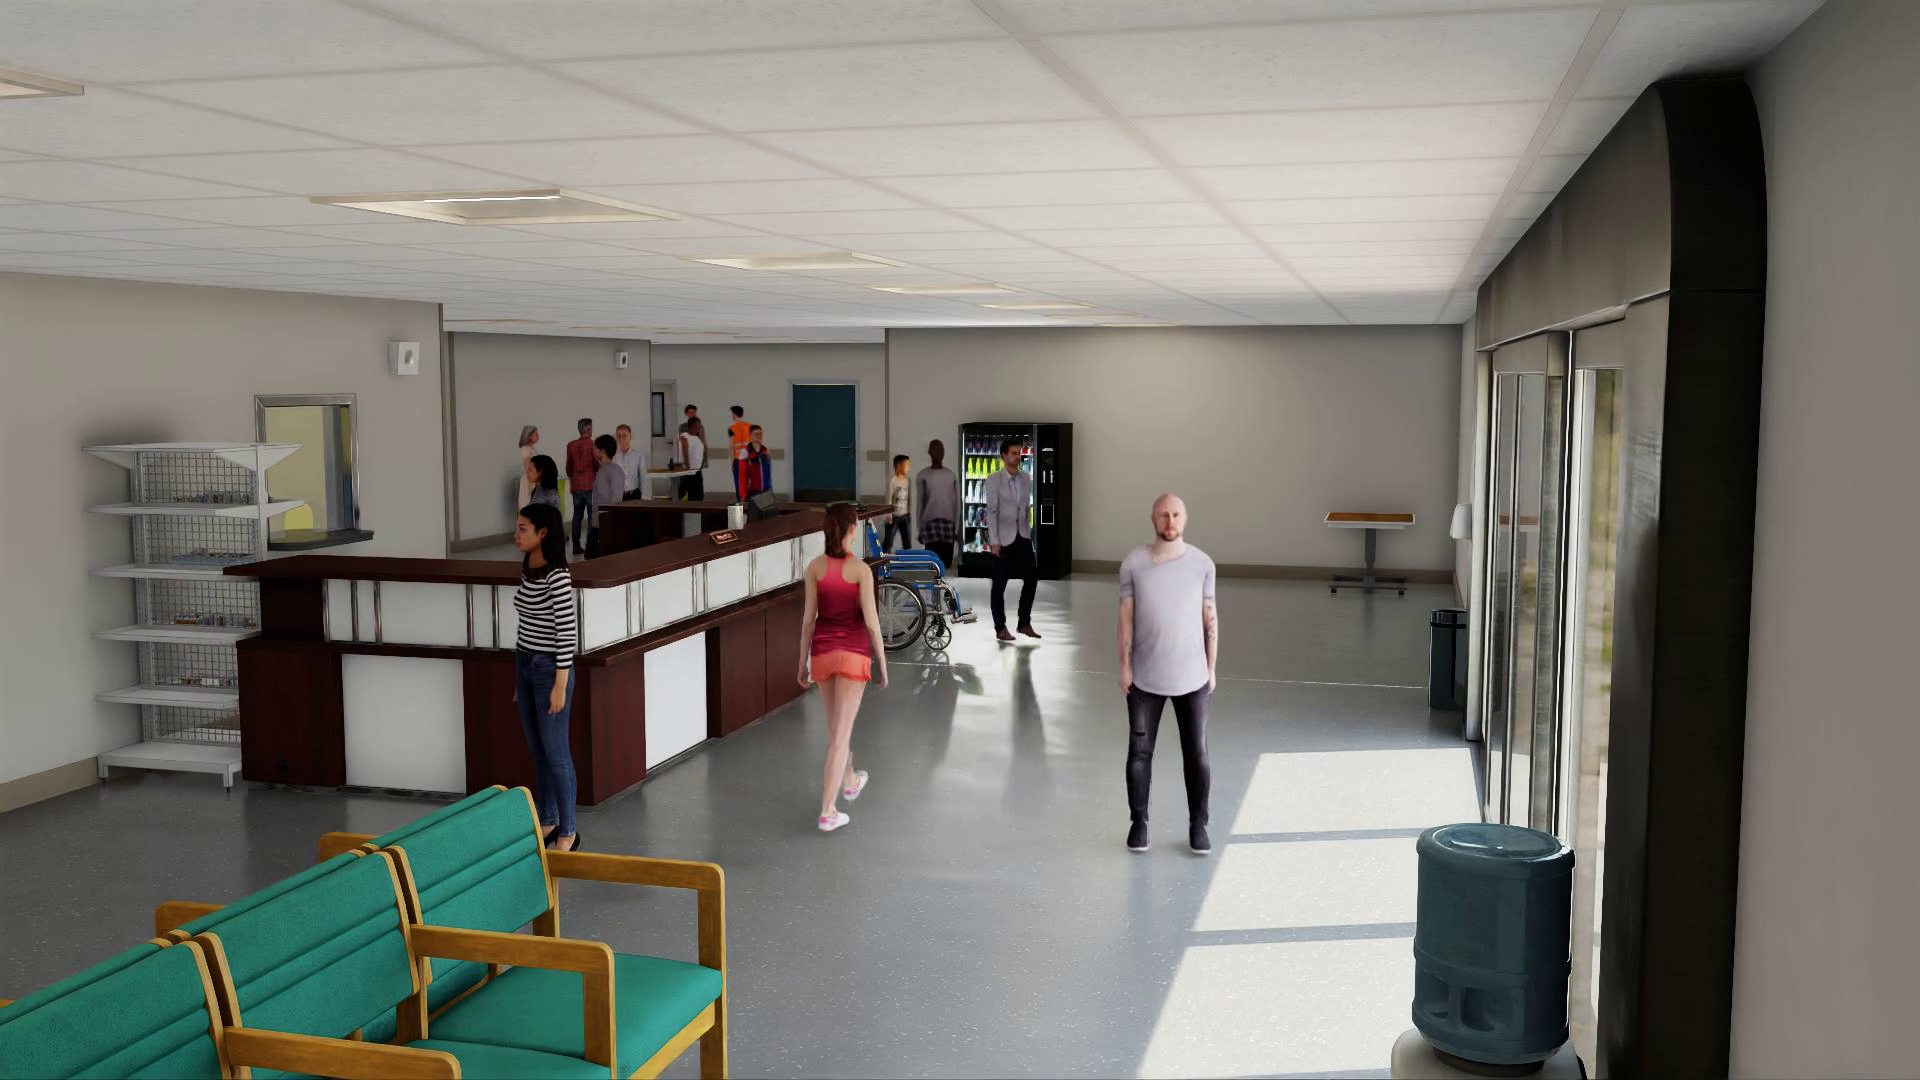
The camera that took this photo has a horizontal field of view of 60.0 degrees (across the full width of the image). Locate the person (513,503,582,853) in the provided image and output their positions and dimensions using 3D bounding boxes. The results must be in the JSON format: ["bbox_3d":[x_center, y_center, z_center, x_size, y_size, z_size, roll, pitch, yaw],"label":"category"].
[{"bbox_3d":[-2.049,0.708,8.216,0.718,1.796,0.614,-5,7,-40],"label":"person"}]

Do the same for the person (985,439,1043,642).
[{"bbox_3d":[0.403,-0.001,15.157,0.808,1.834,0.871,-3,7,-29],"label":"person"}]

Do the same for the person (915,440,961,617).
[{"bbox_3d":[-0.251,-0.121,16.753,1.034,1.755,1.011,-2,6,-18],"label":"person"}]

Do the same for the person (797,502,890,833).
[{"bbox_3d":[-0.680,0.690,8.872,1.008,1.718,0.739,2,6,21],"label":"person"}]

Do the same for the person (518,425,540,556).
[{"bbox_3d":[-5.783,-0.673,22.339,0.695,1.735,0.686,-1,6,-12],"label":"person"}]

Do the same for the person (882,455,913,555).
[{"bbox_3d":[-0.795,-0.286,19.977,0.917,1.436,1.027,-4,7,-37],"label":"person"}]

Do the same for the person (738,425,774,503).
[{"bbox_3d":[-2.718,-0.629,21.833,0.821,1.748,0.886,-5,8,-41],"label":"person"}]

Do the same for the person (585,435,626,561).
[{"bbox_3d":[-3.353,-0.097,16.188,1.091,1.820,0.729,1,6,9],"label":"person"}]

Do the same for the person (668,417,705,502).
[{"bbox_3d":[-4.637,-1.251,28.420,1.034,1.666,0.762,3,7,29],"label":"person"}]

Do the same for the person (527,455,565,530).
[{"bbox_3d":[-3.604,0.117,14.498,0.755,1.732,0.647,-5,8,-42],"label":"person"}]

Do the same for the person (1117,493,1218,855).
[{"bbox_3d":[1.061,0.666,8.519,0.604,1.837,0.767,0,6,5],"label":"person"}]

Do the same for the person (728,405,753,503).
[{"bbox_3d":[-3.690,-1.369,28.645,1.094,1.857,1.210,-4,7,-36],"label":"person"}]

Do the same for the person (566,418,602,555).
[{"bbox_3d":[-5.049,-0.728,22.407,0.523,1.829,0.778,2,6,22],"label":"person"}]

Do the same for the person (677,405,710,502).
[{"bbox_3d":[-4.652,-1.380,28.730,1.133,1.862,1.146,-3,6,-24],"label":"person"}]

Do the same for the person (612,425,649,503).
[{"bbox_3d":[-4.019,-0.489,20.295,1.232,1.778,0.997,0,6,-4],"label":"person"}]
